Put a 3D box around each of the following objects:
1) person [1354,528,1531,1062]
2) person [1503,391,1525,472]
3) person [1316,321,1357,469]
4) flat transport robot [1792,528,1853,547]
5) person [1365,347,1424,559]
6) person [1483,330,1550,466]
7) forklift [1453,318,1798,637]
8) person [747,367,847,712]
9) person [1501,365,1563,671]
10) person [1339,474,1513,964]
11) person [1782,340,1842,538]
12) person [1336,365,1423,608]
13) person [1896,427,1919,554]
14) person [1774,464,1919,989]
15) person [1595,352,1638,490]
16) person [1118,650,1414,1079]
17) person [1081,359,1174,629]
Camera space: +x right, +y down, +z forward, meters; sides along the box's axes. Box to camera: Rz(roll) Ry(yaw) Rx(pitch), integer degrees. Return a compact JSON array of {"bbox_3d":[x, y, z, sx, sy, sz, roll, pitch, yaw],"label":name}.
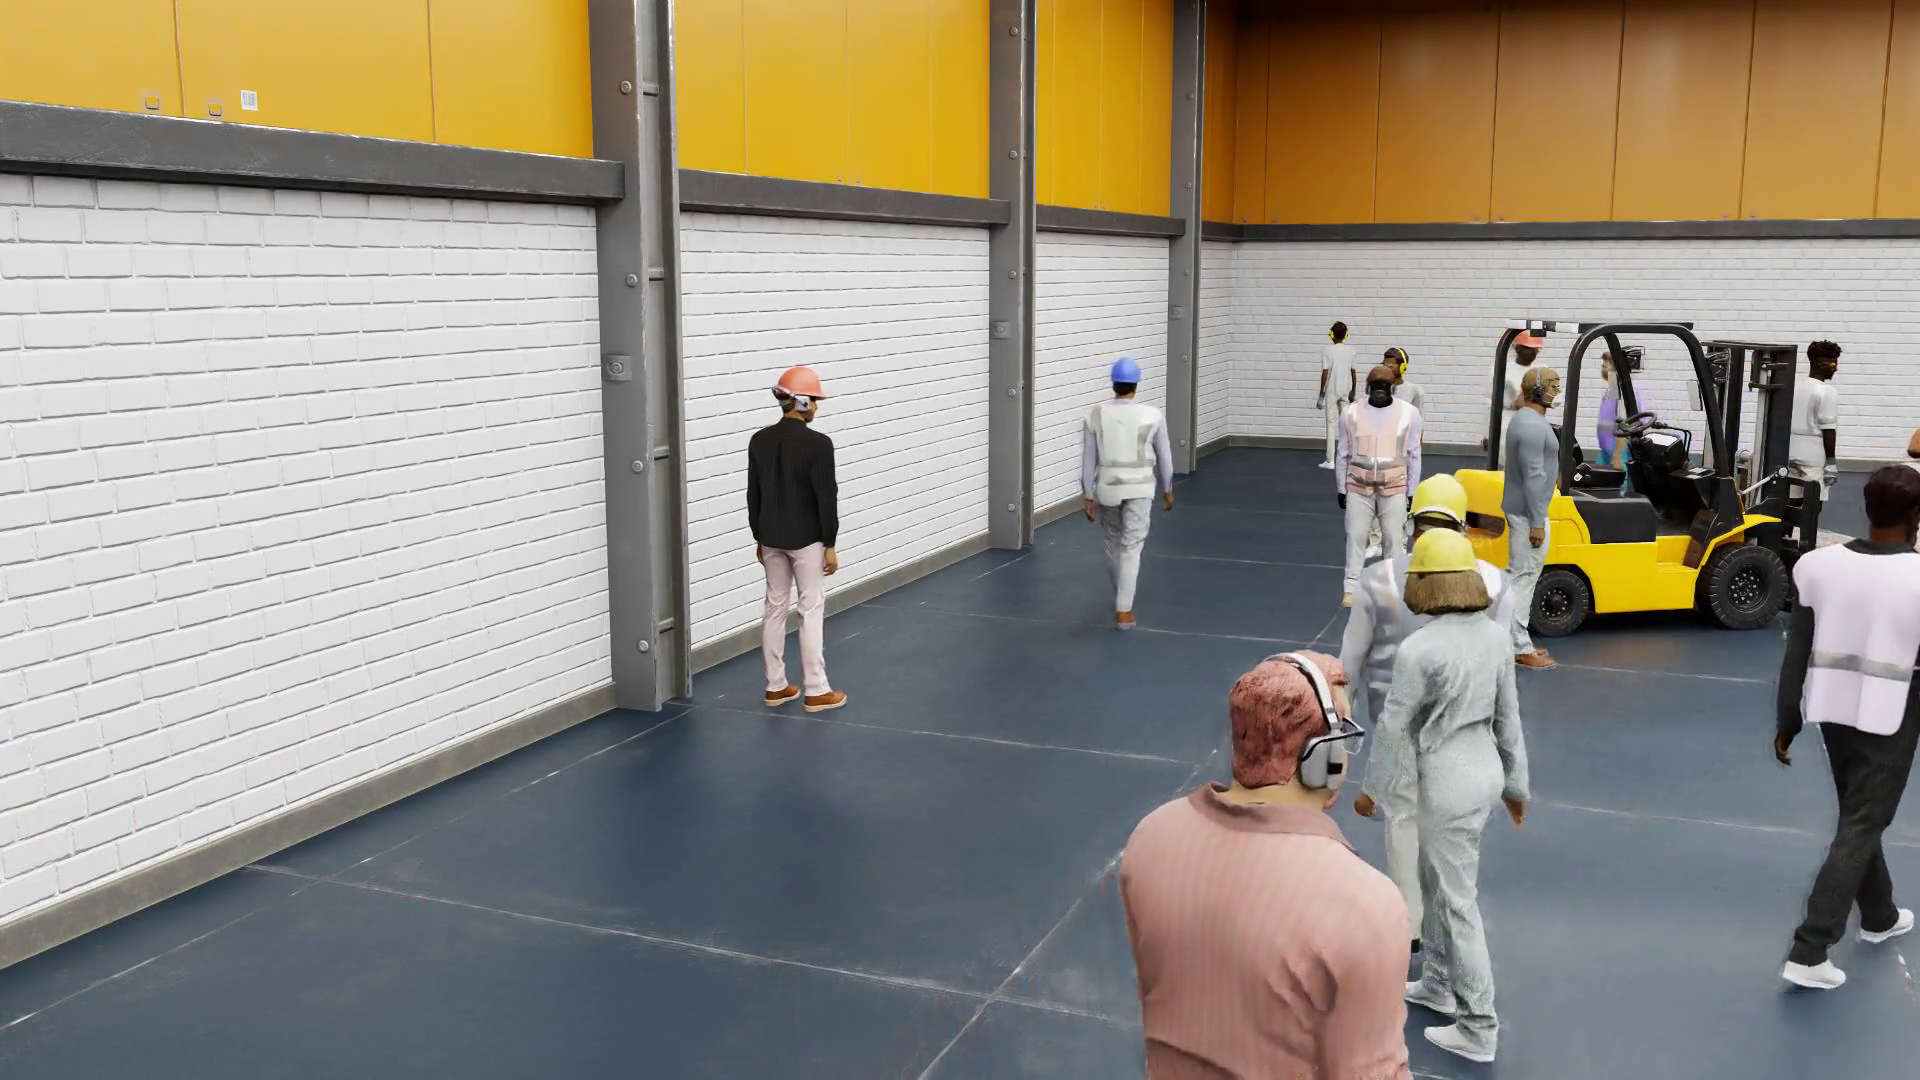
[{"bbox_3d":[1.581,0.820,5.488,0.494,1.708,0.670,-7,12,-36],"label":"person"},{"bbox_3d":[4.644,-0.509,13.899,0.854,1.587,0.497,1,9,6],"label":"person"},{"bbox_3d":[4.763,-1.824,21.029,0.535,1.863,0.309,-2,10,-14],"label":"person"},{"bbox_3d":[7.371,0.053,14.473,0.652,0.197,1.431,-1,9,-6],"label":"flat transport robot"},{"bbox_3d":[3.766,-0.736,14.461,0.512,1.859,0.330,7,11,35],"label":"person"},{"bbox_3d":[5.325,-1.074,16.050,0.629,2.010,0.730,-3,10,-18],"label":"person"},{"bbox_3d":[4.706,-0.497,11.990,2.313,2.155,1.214,-2,10,-10],"label":"forklift"},{"bbox_3d":[-0.945,-0.004,9.631,0.612,1.986,0.401,6,11,32],"label":"person"},{"bbox_3d":[3.657,-0.148,10.649,0.372,1.940,0.632,2,10,12],"label":"person"},{"bbox_3d":[1.753,0.633,6.379,0.628,1.775,0.920,1,9,7],"label":"person"},{"bbox_3d":[7.012,-0.666,13.717,0.373,1.960,0.601,-1,9,-8],"label":"person"},{"bbox_3d":[3.115,-0.384,12.414,0.623,1.835,0.430,3,10,19],"label":"person"},{"bbox_3d":[5.944,0.069,10.322,0.506,1.616,0.631,9,13,44],"label":"person"},{"bbox_3d":[3.298,0.658,6.015,1.007,1.867,0.612,-6,11,-33],"label":"person"},{"bbox_3d":[5.986,-0.796,14.982,0.867,1.814,0.574,2,9,9],"label":"person"},{"bbox_3d":[0.590,1.129,3.038,0.475,1.889,0.672,-7,12,-37],"label":"person"},{"bbox_3d":[1.212,-0.351,11.995,0.626,1.890,1.015,3,10,19],"label":"person"}]
